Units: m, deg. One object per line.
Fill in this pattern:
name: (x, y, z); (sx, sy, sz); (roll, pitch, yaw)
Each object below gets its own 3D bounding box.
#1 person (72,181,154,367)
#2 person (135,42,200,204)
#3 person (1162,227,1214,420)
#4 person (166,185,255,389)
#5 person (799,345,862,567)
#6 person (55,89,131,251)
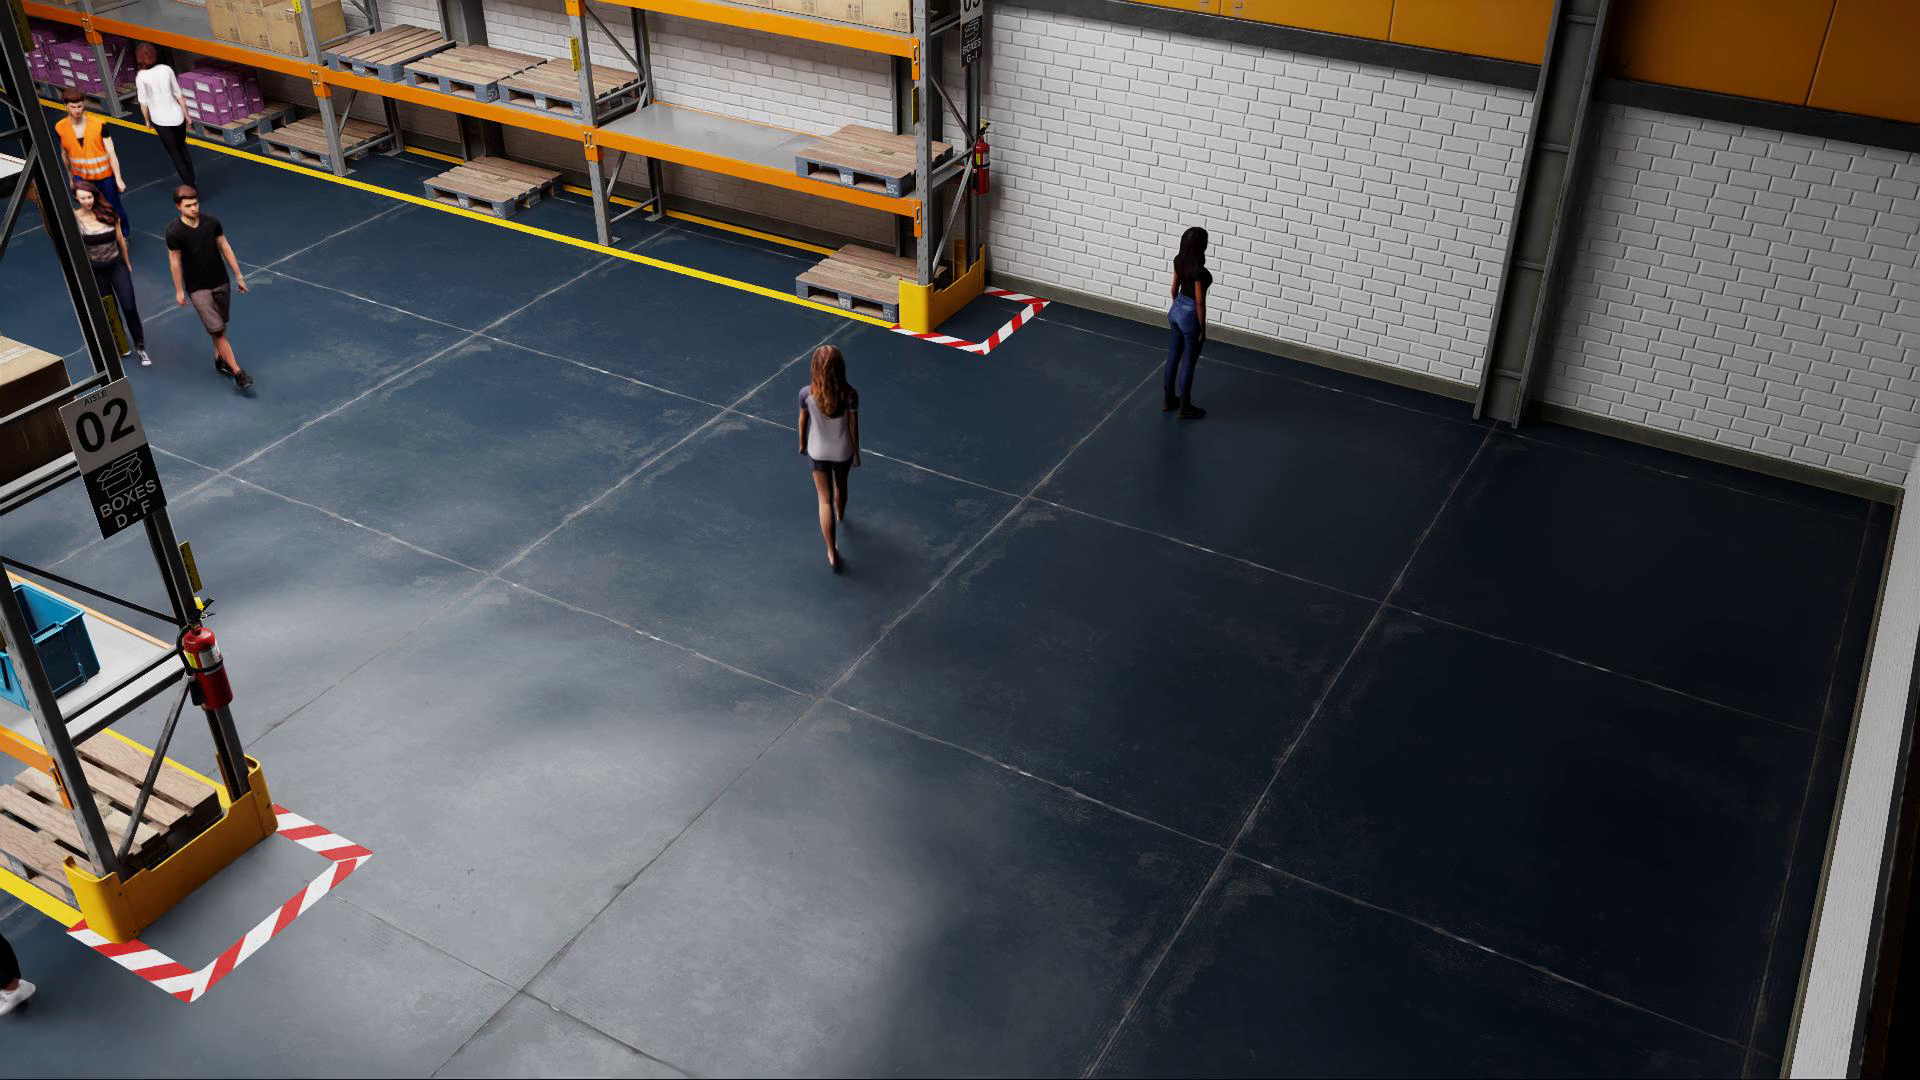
person: (-7.822, -2.480, 15.222); (0.890, 1.734, 1.037); (-16, 37, -23)
person: (-8.660, -4.558, 18.307); (0.703, 1.778, 0.642); (25, 41, 32)
person: (1.949, -1.873, 14.304); (0.710, 1.739, 0.610); (-18, 38, -25)
person: (-6.773, -2.310, 14.873); (1.065, 1.837, 0.800); (24, 40, 31)
person: (-0.972, -0.593, 12.435); (1.091, 1.675, 1.065); (-3, 34, -5)
person: (-8.859, -3.761, 17.054); (1.188, 1.839, 1.279); (-7, 34, -11)
